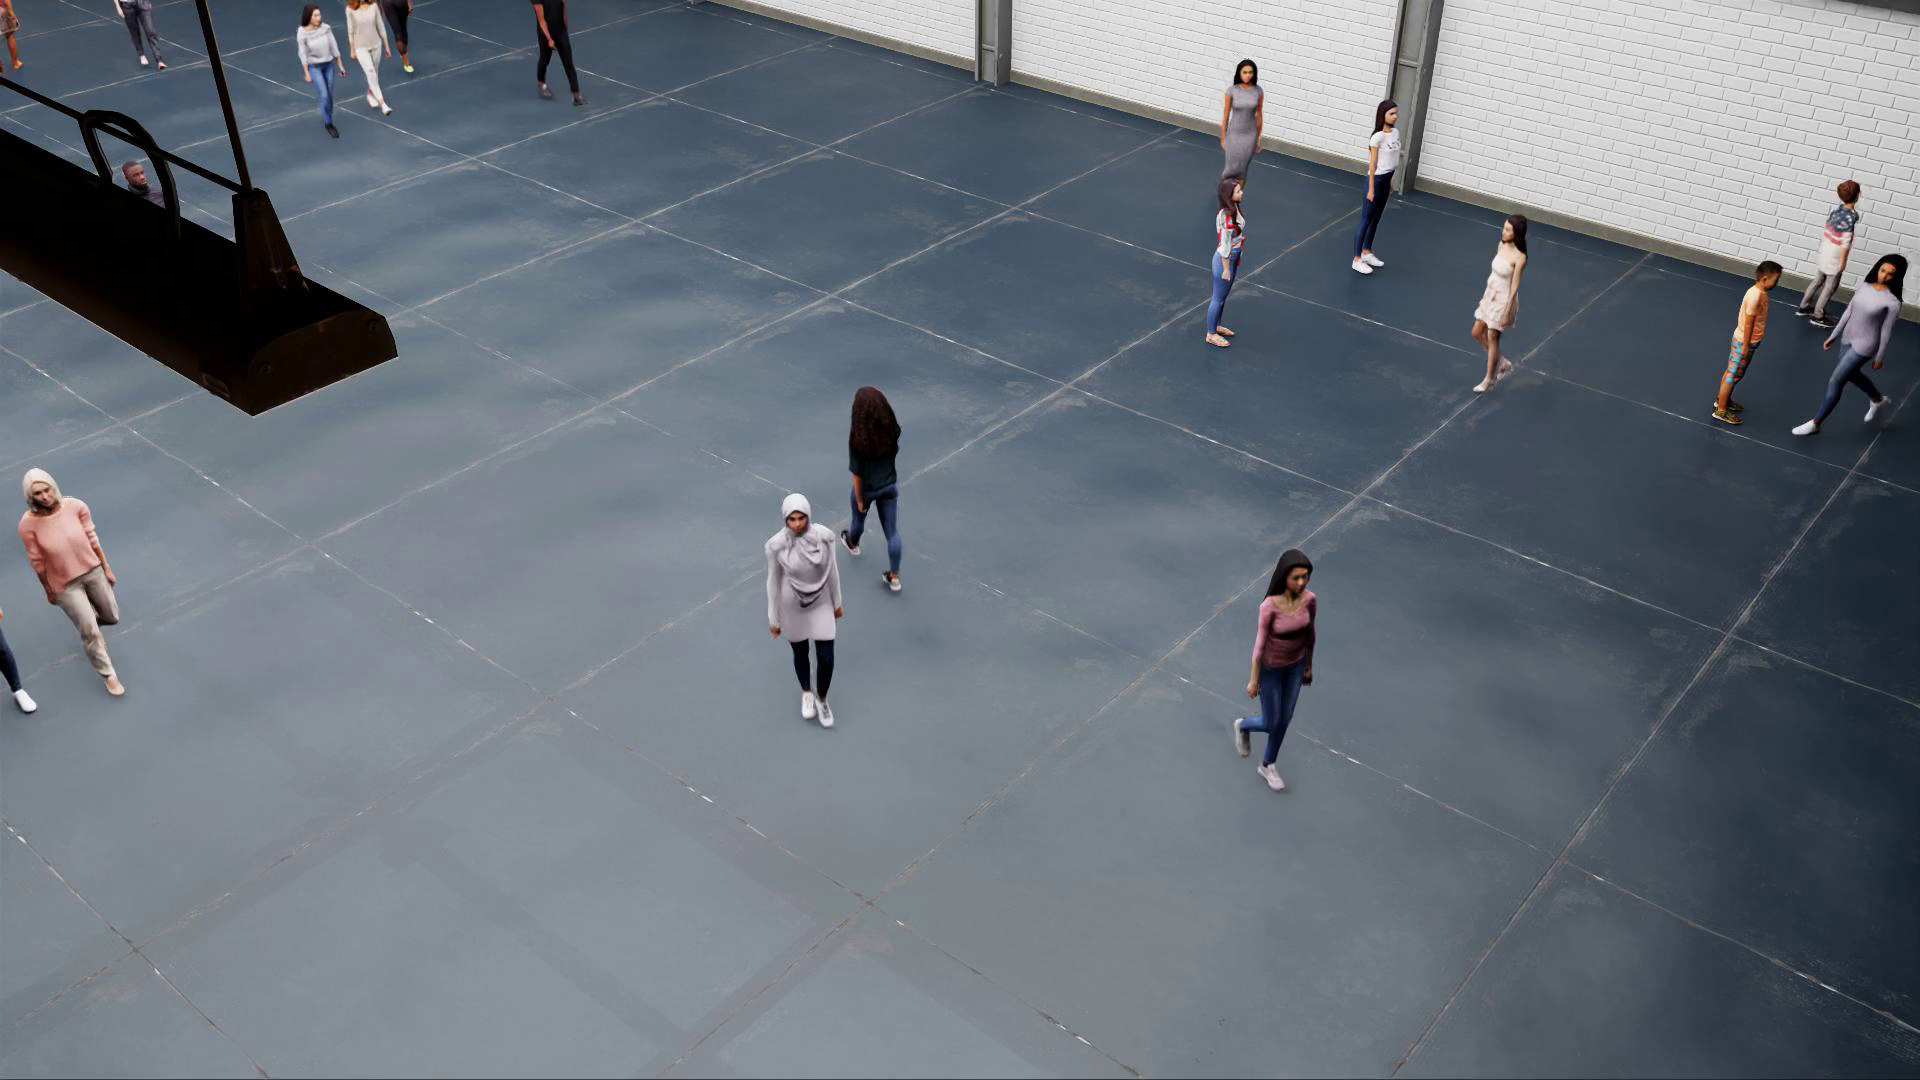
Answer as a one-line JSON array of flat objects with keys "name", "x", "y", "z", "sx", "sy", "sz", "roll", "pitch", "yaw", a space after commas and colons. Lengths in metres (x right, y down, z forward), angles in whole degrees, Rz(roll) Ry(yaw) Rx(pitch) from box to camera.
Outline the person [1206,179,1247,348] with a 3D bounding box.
[{"name": "person", "x": 2.500, "y": -2.632, "z": 15.672, "sx": 0.633, "sy": 1.615, "sz": 0.657, "roll": 11, "pitch": 35, "yaw": 17}]

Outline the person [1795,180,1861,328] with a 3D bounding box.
[{"name": "person", "x": 8.433, "y": -2.760, "z": 16.031, "sx": 0.685, "sy": 1.430, "sz": 0.642, "roll": 9, "pitch": 35, "yaw": 13}]

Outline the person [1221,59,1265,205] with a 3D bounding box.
[{"name": "person", "x": 3.050, "y": -4.387, "z": 18.170, "sx": 0.745, "sy": 1.772, "sz": 0.805, "roll": -3, "pitch": 34, "yaw": -5}]

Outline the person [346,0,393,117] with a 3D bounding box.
[{"name": "person", "x": -7.522, "y": -6.250, "z": 21.072, "sx": 0.785, "sy": 1.662, "sz": 1.208, "roll": -22, "pitch": 40, "yaw": -30}]

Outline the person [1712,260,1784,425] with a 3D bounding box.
[{"name": "person", "x": 6.841, "y": -1.751, "z": 14.485, "sx": 0.547, "sy": 1.461, "sz": 0.567, "roll": 16, "pitch": 37, "yaw": 23}]

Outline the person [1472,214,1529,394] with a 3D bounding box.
[{"name": "person", "x": 4.870, "y": -2.080, "z": 14.740, "sx": 0.827, "sy": 1.727, "sz": 0.766, "roll": -6, "pitch": 34, "yaw": -9}]

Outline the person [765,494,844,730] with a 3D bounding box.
[{"name": "person", "x": -1.022, "y": 0.407, "z": 10.966, "sx": 0.780, "sy": 1.763, "sz": 0.827, "roll": -6, "pitch": 34, "yaw": -9}]

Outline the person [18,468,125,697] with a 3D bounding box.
[{"name": "person", "x": -6.016, "y": 0.228, "z": 11.283, "sx": 0.877, "sy": 1.710, "sz": 0.615, "roll": 27, "pitch": 42, "yaw": 35}]

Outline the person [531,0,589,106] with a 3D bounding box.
[{"name": "person", "x": -5.290, "y": -6.468, "z": 21.310, "sx": 1.295, "sy": 1.761, "sz": 0.744, "roll": 28, "pitch": 42, "yaw": 35}]

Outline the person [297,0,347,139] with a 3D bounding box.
[{"name": "person", "x": -7.882, "y": -5.785, "z": 20.419, "sx": 0.737, "sy": 1.610, "sz": 0.610, "roll": 28, "pitch": 42, "yaw": 35}]

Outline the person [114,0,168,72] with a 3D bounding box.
[{"name": "person", "x": -11.207, "y": -7.239, "z": 22.510, "sx": 0.815, "sy": 1.716, "sz": 1.208, "roll": -22, "pitch": 40, "yaw": -30}]

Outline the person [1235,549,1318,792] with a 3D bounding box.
[{"name": "person", "x": 1.979, "y": 0.761, "z": 10.459, "sx": 0.739, "sy": 1.734, "sz": 0.846, "roll": -14, "pitch": 36, "yaw": -19}]

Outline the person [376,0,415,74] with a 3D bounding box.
[{"name": "person", "x": -7.597, "y": -7.152, "z": 22.392, "sx": 0.925, "sy": 1.703, "sz": 1.210, "roll": -14, "pitch": 36, "yaw": -20}]

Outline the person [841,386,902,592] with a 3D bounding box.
[{"name": "person", "x": -0.581, "y": -0.343, "z": 12.258, "sx": 0.858, "sy": 1.581, "sz": 1.113, "roll": -15, "pitch": 37, "yaw": -22}]

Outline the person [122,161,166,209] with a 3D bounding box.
[{"name": "person", "x": -7.480, "y": -2.657, "z": 15.510, "sx": 0.655, "sy": 1.836, "sz": 0.752, "roll": 15, "pitch": 37, "yaw": 22}]

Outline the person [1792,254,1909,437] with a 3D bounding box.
[{"name": "person", "x": 7.713, "y": -1.639, "z": 14.101, "sx": 1.161, "sy": 1.700, "sz": 1.152, "roll": -4, "pitch": 34, "yaw": -6}]

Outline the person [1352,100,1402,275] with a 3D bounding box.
[{"name": "person", "x": 4.262, "y": -3.625, "z": 17.021, "sx": 0.518, "sy": 1.775, "sz": 0.590, "roll": 27, "pitch": 42, "yaw": 35}]
